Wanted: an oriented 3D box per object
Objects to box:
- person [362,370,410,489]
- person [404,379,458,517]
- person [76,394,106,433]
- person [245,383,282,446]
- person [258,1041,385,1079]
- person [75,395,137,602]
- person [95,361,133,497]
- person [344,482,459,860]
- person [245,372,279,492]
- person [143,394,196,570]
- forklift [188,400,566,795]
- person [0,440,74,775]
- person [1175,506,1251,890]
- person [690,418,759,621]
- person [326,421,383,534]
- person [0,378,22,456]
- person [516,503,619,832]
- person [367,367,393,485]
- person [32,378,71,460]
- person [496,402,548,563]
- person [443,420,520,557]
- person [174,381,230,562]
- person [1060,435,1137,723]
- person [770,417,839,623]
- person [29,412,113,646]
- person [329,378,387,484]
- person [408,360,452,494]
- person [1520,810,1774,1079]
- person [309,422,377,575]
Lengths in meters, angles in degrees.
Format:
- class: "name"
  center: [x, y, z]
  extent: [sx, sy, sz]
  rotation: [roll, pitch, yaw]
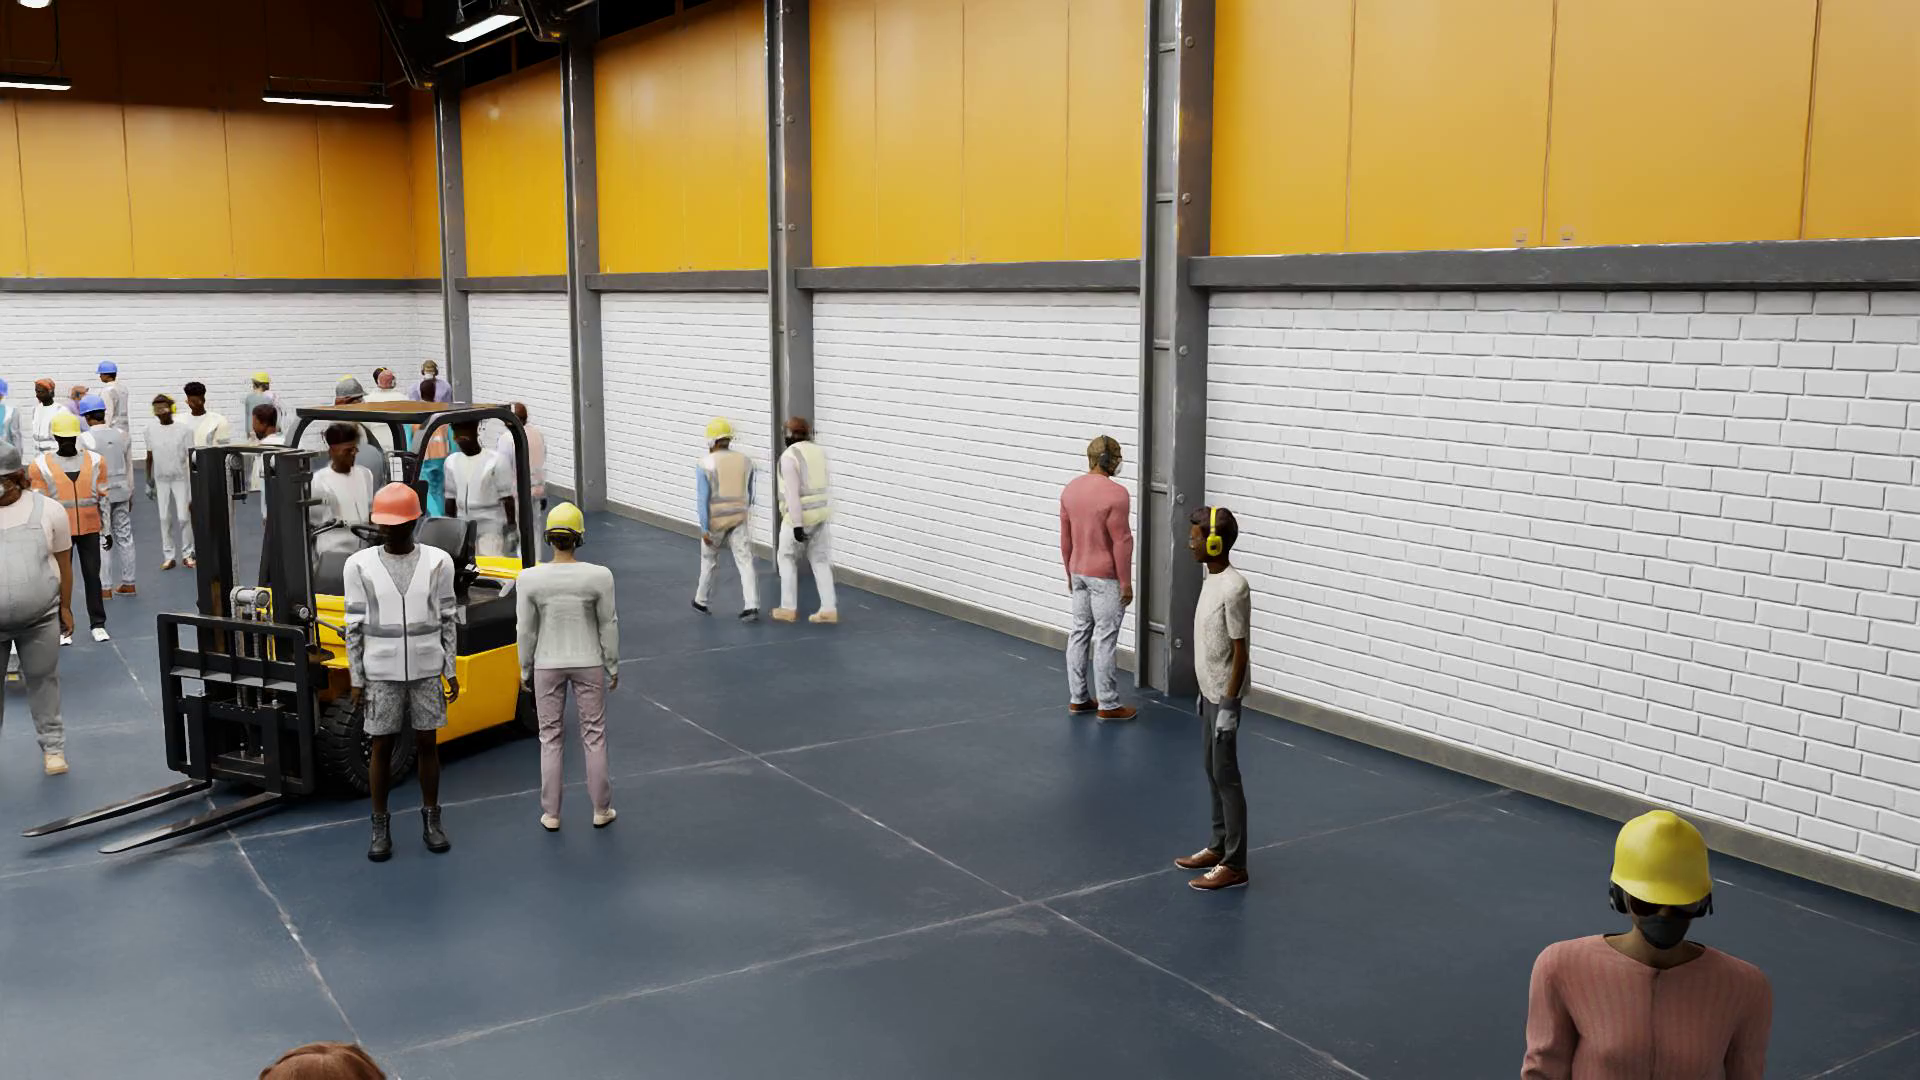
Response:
- class: "person"
  center: [-7.301, -1.223, 21.309]
  extent: [0.651, 1.907, 0.403]
  rotation: [0, 8, -2]
- class: "person"
  center: [-6.138, -0.927, 19.384]
  extent: [0.620, 1.884, 0.735]
  rotation: [-5, 10, -32]
- class: "person"
  center: [-10.896, -1.021, 20.864]
  extent: [0.271, 1.630, 0.505]
  rotation: [4, 9, 23]
- class: "person"
  center: [-10.523, -1.660, 25.151]
  extent: [0.515, 1.636, 0.314]
  rotation: [-3, 9, -19]
- class: "person"
  center: [-1.033, 1.646, 2.876]
  extent: [0.268, 1.630, 0.507]
  rotation: [0, 8, 0]
- class: "person"
  center: [-8.025, -0.391, 15.586]
  extent: [0.403, 1.937, 0.604]
  rotation: [4, 9, 25]
- class: "person"
  center: [-11.819, -1.530, 23.233]
  extent: [0.395, 1.944, 0.614]
  rotation: [0, 8, -3]
- class: "person"
  center: [-2.832, 0.663, 8.488]
  extent: [0.548, 1.934, 0.374]
  rotation: [-4, 9, -23]
- class: "person"
  center: [-10.094, -1.575, 24.196]
  extent: [0.541, 1.737, 0.666]
  rotation: [5, 10, 32]
- class: "person"
  center: [-8.205, -0.602, 17.332]
  extent: [0.552, 1.854, 0.349]
  rotation: [-1, 9, -10]
- class: "forklift"
  center: [-3.529, 0.258, 10.348]
  extent: [1.214, 2.155, 2.313]
  rotation: [4, 9, 25]
- class: "person"
  center: [-5.601, 0.412, 9.824]
  extent: [0.684, 2.000, 0.535]
  rotation: [-5, 10, -28]
- class: "person"
  center: [1.248, 0.761, 8.063]
  extent: [0.315, 1.865, 0.526]
  rotation: [0, 8, -3]
- class: "person"
  center: [-2.073, -0.180, 14.688]
  extent: [0.583, 1.794, 0.945]
  rotation: [-6, 10, -33]
- class: "person"
  center: [-5.004, -0.093, 13.666]
  extent: [0.438, 1.908, 0.663]
  rotation: [3, 9, 17]
- class: "person"
  center: [-11.467, -0.968, 19.705]
  extent: [0.642, 1.900, 0.680]
  rotation: [-5, 10, -31]
- class: "person"
  center: [-2.103, 0.680, 8.940]
  extent: [0.533, 1.767, 0.326]
  rotation: [-2, 9, -11]
- class: "person"
  center: [-7.907, -1.437, 22.864]
  extent: [0.508, 1.872, 0.329]
  rotation: [4, 9, 23]
- class: "person"
  center: [-10.796, -0.980, 19.776]
  extent: [0.578, 1.879, 0.352]
  rotation: [4, 9, 24]
- class: "person"
  center: [-4.273, -0.416, 16.199]
  extent: [0.476, 1.822, 0.670]
  rotation: [4, 9, 25]
- class: "person"
  center: [-3.905, -0.094, 13.571]
  extent: [0.640, 1.939, 0.496]
  rotation: [4, 9, 23]
- class: "person"
  center: [-8.110, -0.729, 17.800]
  extent: [0.609, 1.957, 0.376]
  rotation: [1, 8, 3]
- class: "person"
  center: [0.932, 0.258, 11.222]
  extent: [0.375, 1.936, 0.627]
  rotation: [-6, 11, -37]
- class: "person"
  center: [-1.369, -0.168, 14.542]
  extent: [0.749, 1.799, 0.646]
  rotation: [5, 10, 32]
- class: "person"
  center: [-7.271, -0.091, 13.648]
  extent: [0.581, 1.919, 0.393]
  rotation: [-7, 11, -41]
- class: "person"
  center: [-6.024, -0.604, 16.673]
  extent: [0.537, 2.000, 0.683]
  rotation: [-4, 9, -24]
- class: "person"
  center: [-7.562, -1.609, 23.808]
  extent: [0.635, 1.933, 0.351]
  rotation: [-6, 10, -35]
- class: "person"
  center: [1.512, 1.456, 3.708]
  extent: [0.524, 1.769, 0.316]
  rotation: [2, 9, 11]
- class: "person"
  center: [-4.717, 0.064, 12.538]
  extent: [0.883, 1.936, 0.603]
  rotation: [4, 9, 24]
